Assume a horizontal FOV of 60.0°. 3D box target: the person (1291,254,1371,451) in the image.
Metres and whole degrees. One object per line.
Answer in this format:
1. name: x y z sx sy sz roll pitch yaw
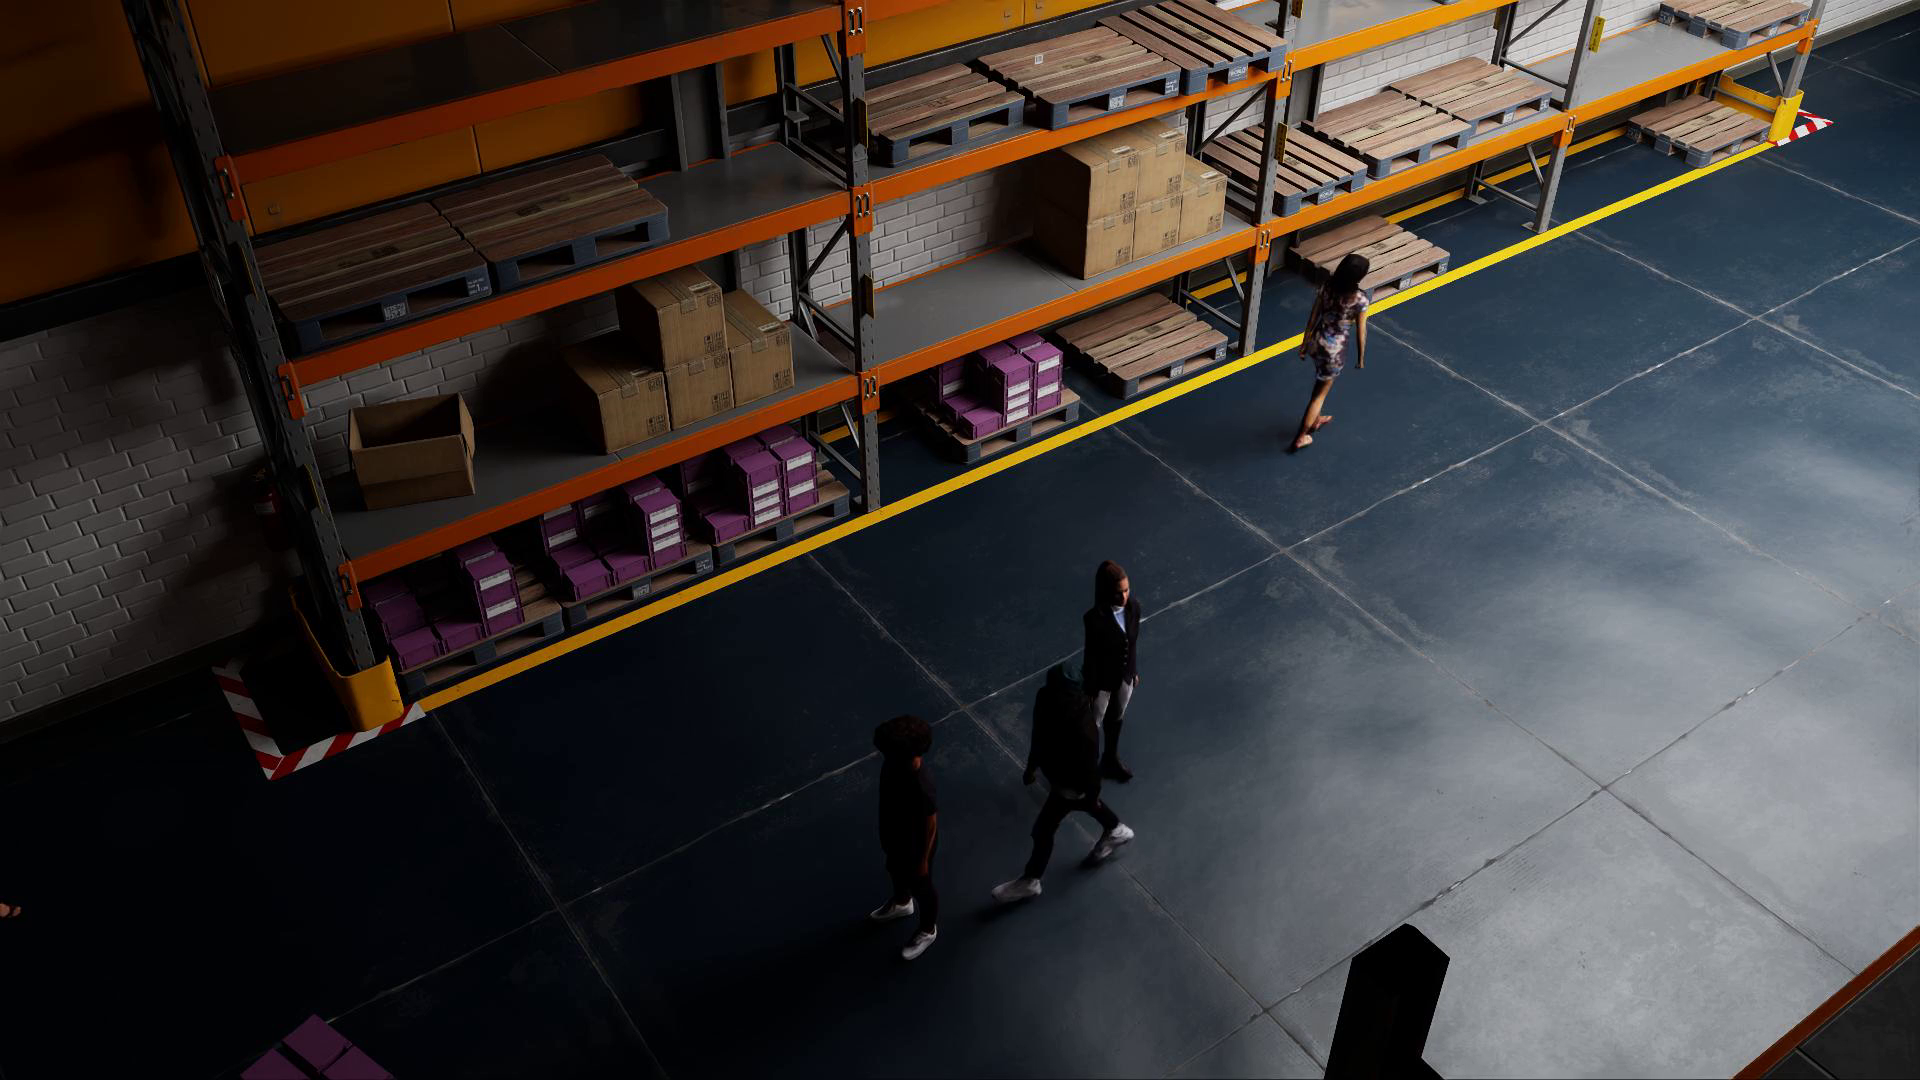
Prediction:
1. person: 2.904 -1.480 13.363 0.668 1.701 0.831 28 46 30

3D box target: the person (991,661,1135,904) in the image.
1. person: 0.704 1.357 9.754 1.289 1.772 0.857 -16 41 -19

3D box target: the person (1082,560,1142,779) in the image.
1. person: 0.933 0.863 10.408 0.494 1.729 0.622 -21 43 -25

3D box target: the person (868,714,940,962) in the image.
1. person: -0.291 1.638 9.396 0.550 1.780 0.615 -23 44 -26
